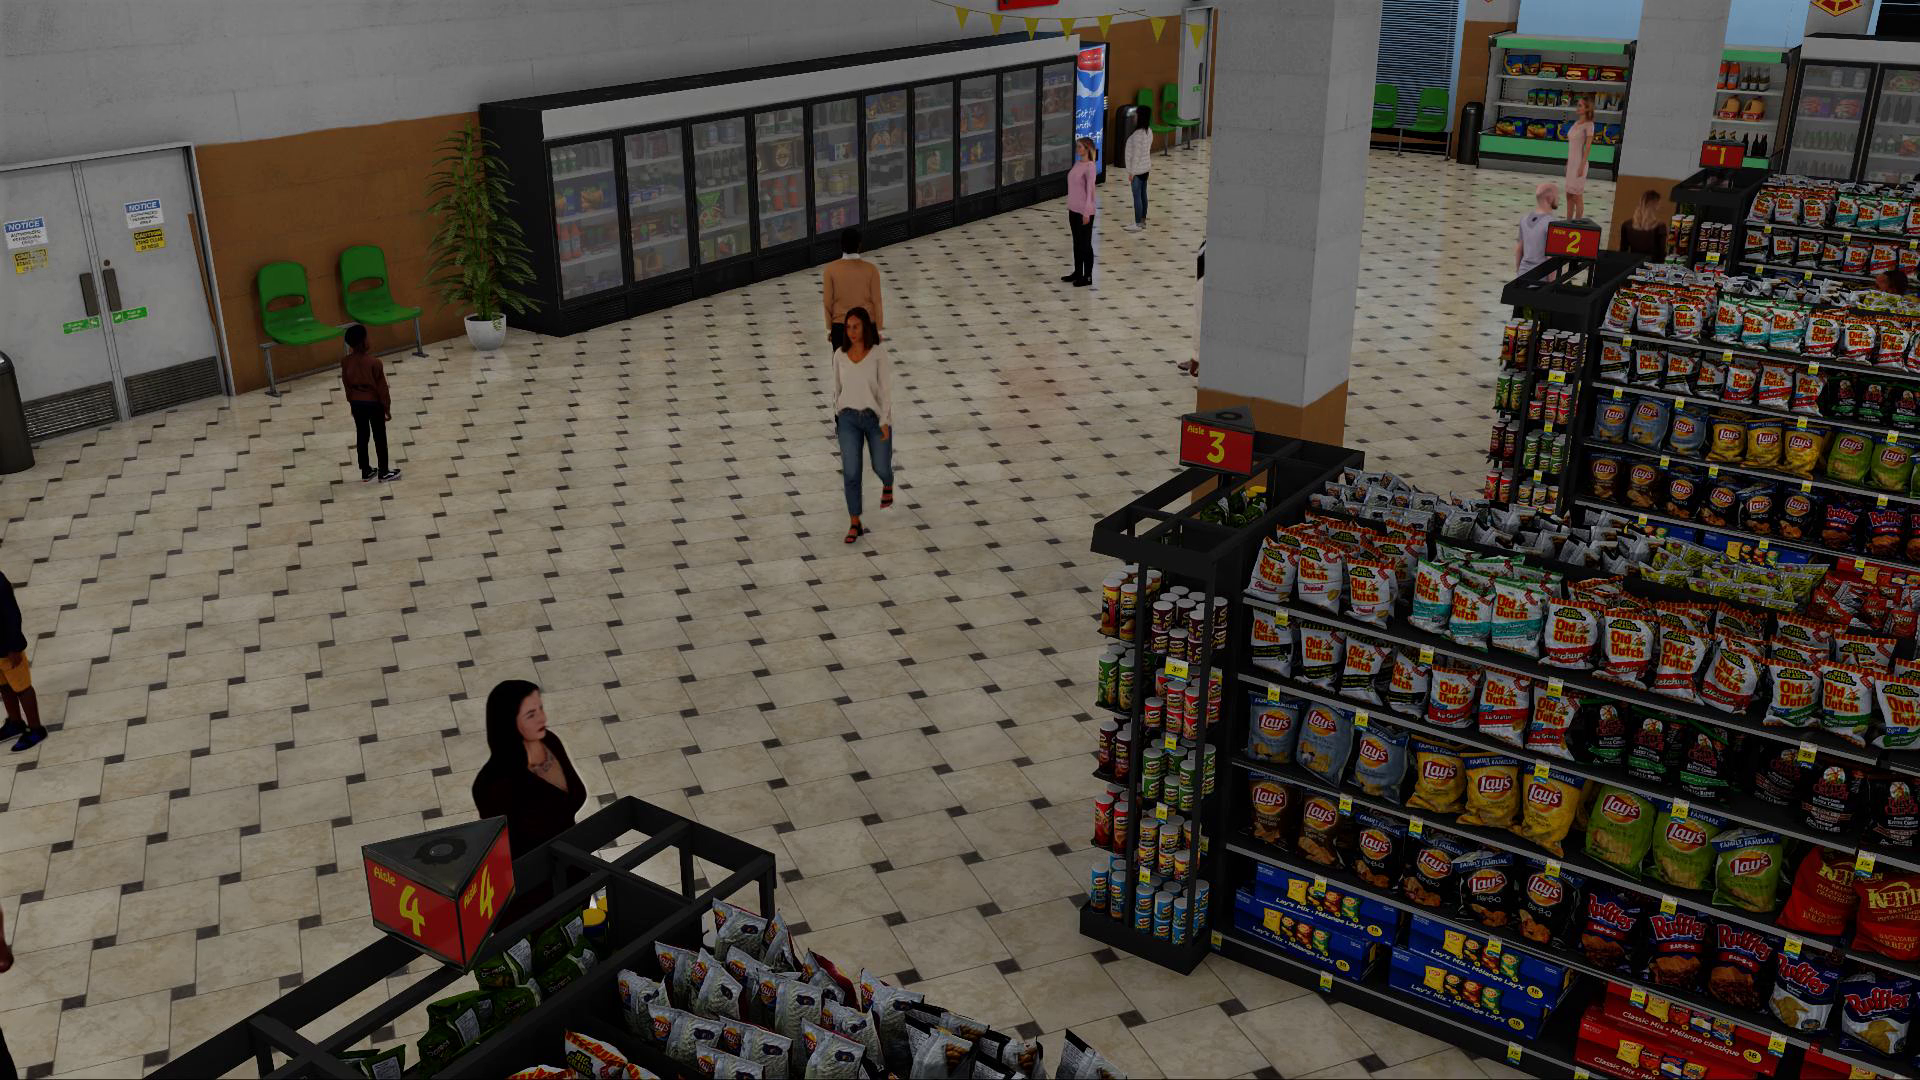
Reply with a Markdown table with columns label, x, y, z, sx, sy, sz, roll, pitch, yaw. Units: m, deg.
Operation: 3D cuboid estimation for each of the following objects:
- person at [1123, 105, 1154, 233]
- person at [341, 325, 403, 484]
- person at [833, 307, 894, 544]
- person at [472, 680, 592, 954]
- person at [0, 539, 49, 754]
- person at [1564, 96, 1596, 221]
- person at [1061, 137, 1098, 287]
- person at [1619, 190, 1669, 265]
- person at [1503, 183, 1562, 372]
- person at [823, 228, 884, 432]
| label | x | y | z | sx | sy | sz | roll | pitch | yaw |
| --- | --- | --- | --- | --- | --- | --- | --- | --- | --- |
| person | 2.394 | -4.954 | 22.151 | 0.579 | 1.637 | 0.643 | 11 | 24 | 26 |
| person | -4.636 | -1.069 | 12.995 | 0.513 | 1.254 | 0.643 | 5 | 22 | 12 |
| person | -0.647 | -0.854 | 11.919 | 1.025 | 1.657 | 0.893 | 6 | 23 | 14 |
| person | -1.629 | 1.327 | 6.358 | 0.743 | 1.757 | 0.750 | 4 | 22 | 10 |
| person | -5.200 | 0.523 | 9.008 | 0.488 | 1.272 | 0.594 | 11 | 25 | 26 |
| person | 8.013 | -4.818 | 21.554 | 0.695 | 1.830 | 0.644 | -3 | 22 | -7 |
| person | 1.422 | -3.798 | 19.206 | 0.743 | 1.688 | 0.640 | -10 | 24 | -22 |
| person | 6.475 | -2.477 | 15.929 | 0.857 | 1.679 | 1.076 | -17 | 28 | -37 |
| person | 5.398 | -2.425 | 15.588 | 0.825 | 1.837 | 0.721 | -9 | 23 | -20 |
| person | -0.894 | -1.761 | 14.047 | 0.709 | 1.754 | 0.814 | 2 | 22 | 4 |
